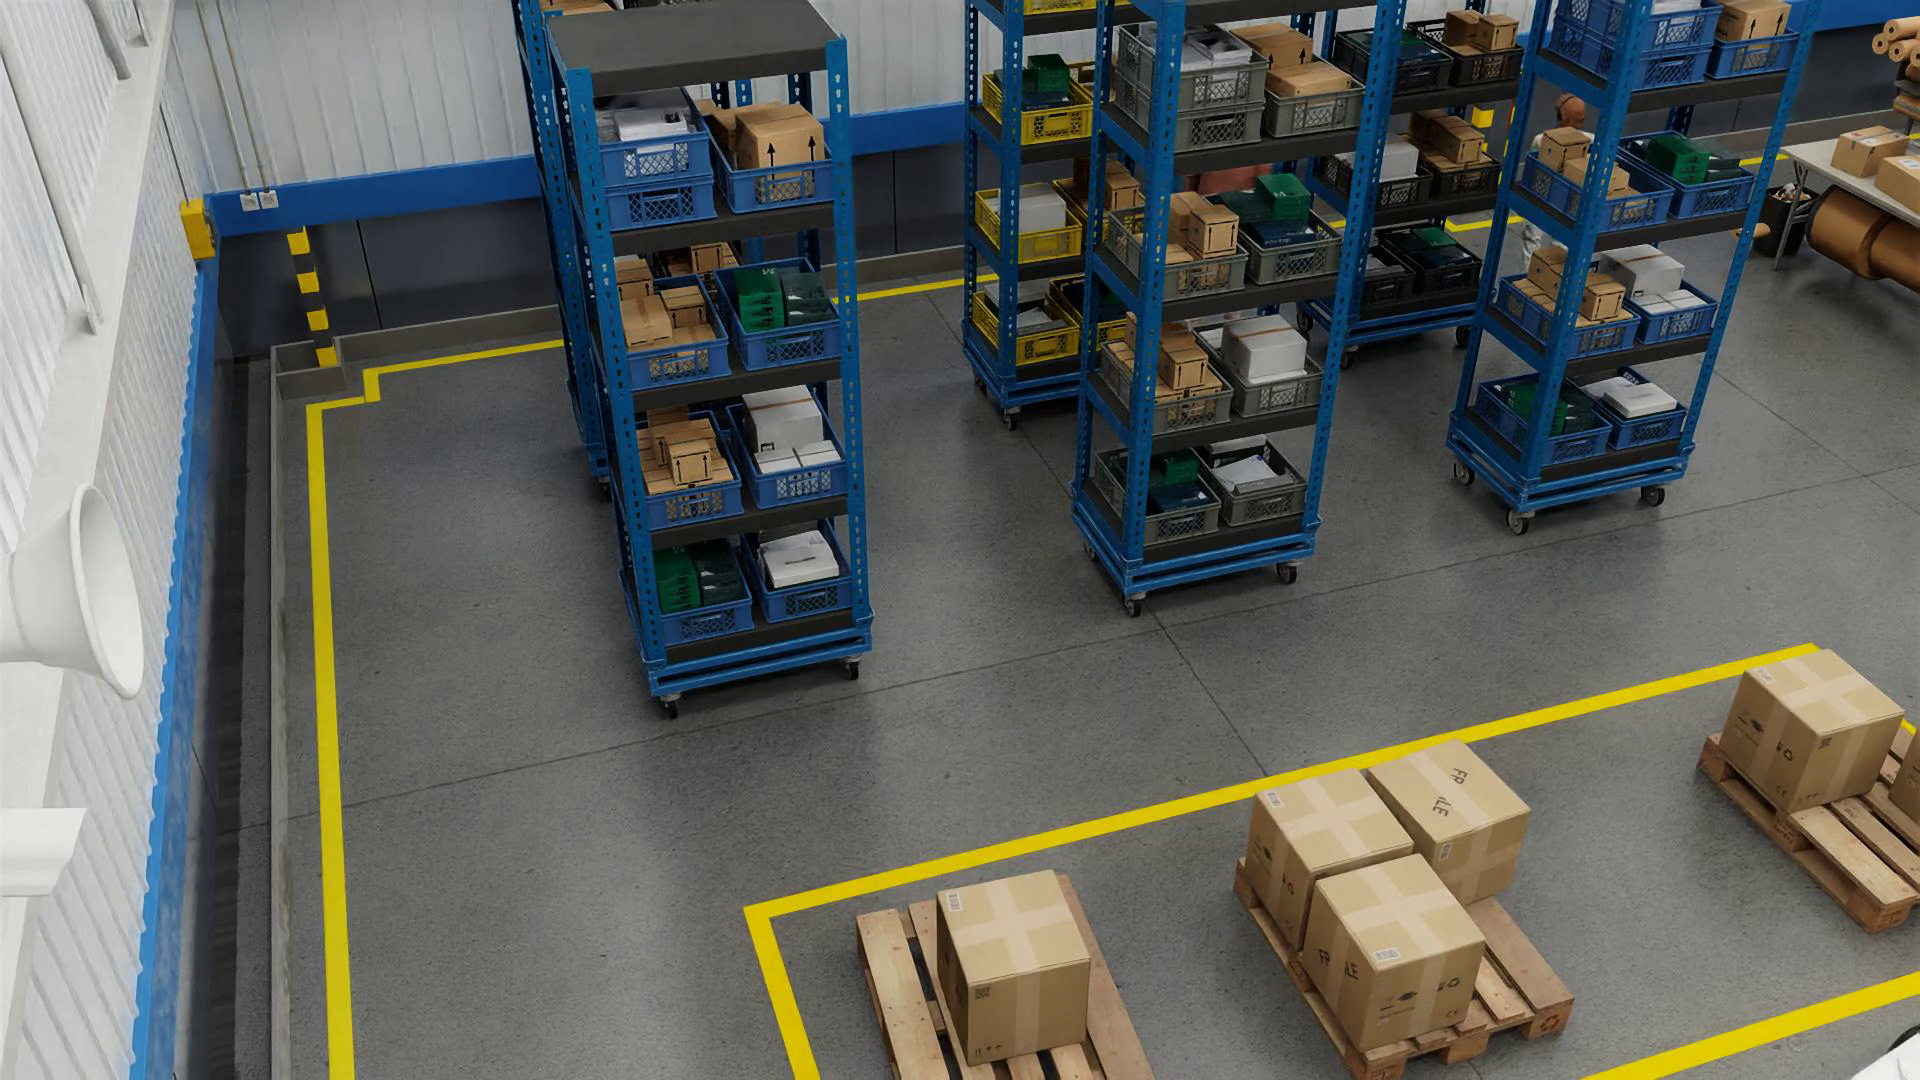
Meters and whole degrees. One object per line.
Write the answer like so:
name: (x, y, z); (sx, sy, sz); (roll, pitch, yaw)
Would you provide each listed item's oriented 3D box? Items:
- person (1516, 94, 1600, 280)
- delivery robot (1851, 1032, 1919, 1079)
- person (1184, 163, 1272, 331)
person: (4.432, -2.517, 12.428); (0.514, 1.632, 0.312); (0, 35, 0)
delivery robot: (3.871, 2.177, 6.622); (0.707, 0.478, 0.477); (-19, 39, -25)
person: (1.835, -2.191, 11.653); (0.611, 1.996, 0.387); (20, 40, 25)
